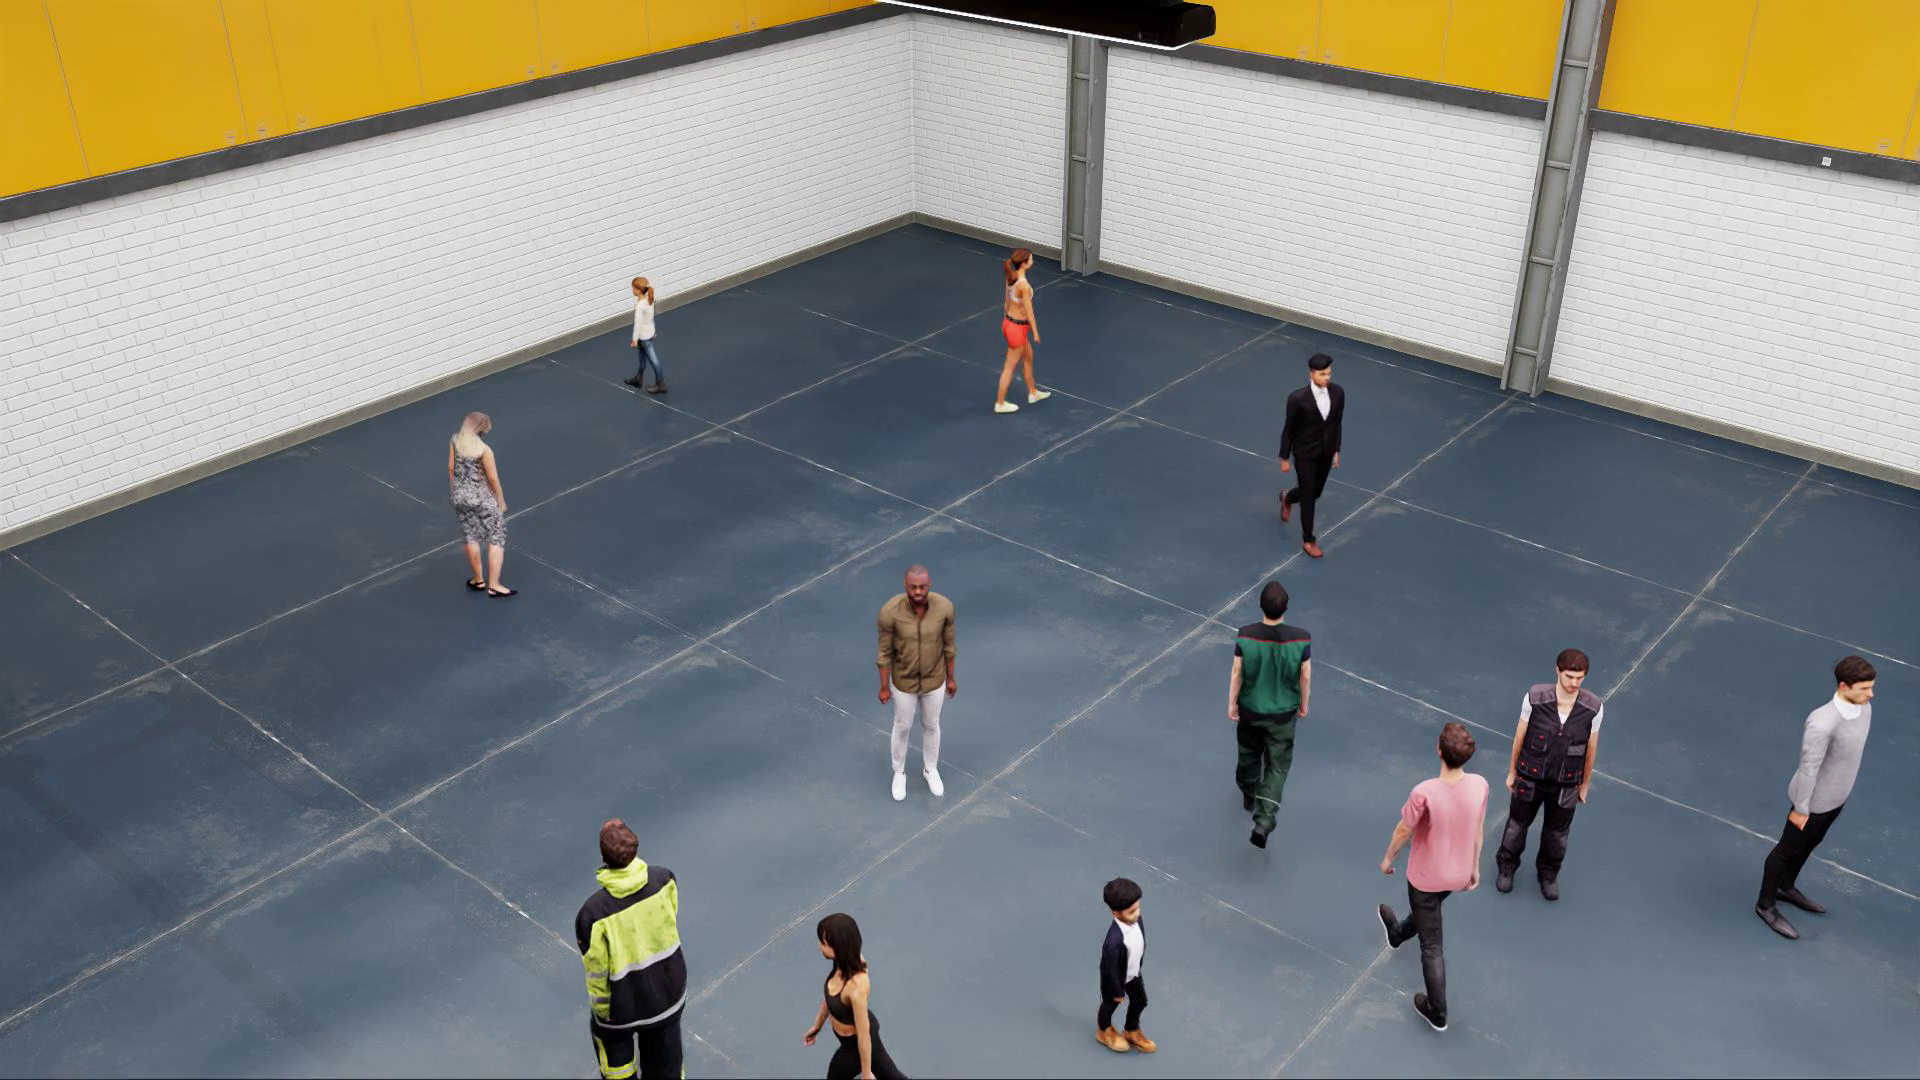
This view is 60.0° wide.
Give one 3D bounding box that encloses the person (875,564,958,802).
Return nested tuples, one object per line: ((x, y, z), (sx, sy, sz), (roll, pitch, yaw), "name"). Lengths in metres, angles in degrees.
((-0.291, 0.955, 11.477), (0.796, 1.825, 0.809), (-6, 29, -11), "person")

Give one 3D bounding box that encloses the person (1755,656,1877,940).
((5.317, 1.543, 10.299), (0.794, 1.921, 0.691), (-20, 34, -32), "person")

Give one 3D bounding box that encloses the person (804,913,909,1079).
((-0.449, 2.619, 8.680), (1.092, 1.583, 1.094), (-5, 29, -10), "person")

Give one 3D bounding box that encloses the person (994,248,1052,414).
((0.502, -2.138, 17.207), (0.913, 1.769, 0.952), (-11, 30, -19), "person")

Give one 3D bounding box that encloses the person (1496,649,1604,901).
((3.721, 1.472, 10.510), (0.678, 1.843, 0.800), (8, 30, 14), "person")

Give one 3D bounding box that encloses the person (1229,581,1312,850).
((2.043, 1.168, 11.036), (1.192, 1.874, 1.053), (7, 29, 13), "person")

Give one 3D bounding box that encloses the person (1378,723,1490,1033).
((2.771, 1.979, 9.505), (1.071, 1.916, 1.257), (-8, 30, -14), "person")

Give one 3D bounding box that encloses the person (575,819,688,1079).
((-1.662, 2.350, 8.773), (0.848, 1.965, 0.842), (-20, 34, -32), "person")

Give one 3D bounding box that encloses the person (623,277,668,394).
((-3.286, -2.167, 17.745), (0.820, 1.304, 0.690), (5, 29, 9), "person")

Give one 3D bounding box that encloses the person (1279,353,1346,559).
((3.077, -0.810, 14.671), (1.034, 1.864, 1.201), (-9, 30, -16), "person")

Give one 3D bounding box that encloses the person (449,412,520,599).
((-4.108, -0.314, 13.963), (0.678, 1.672, 0.865), (1, 29, 3), "person")

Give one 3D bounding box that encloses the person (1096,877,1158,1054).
((0.865, 2.404, 9.459), (0.579, 1.214, 0.516), (20, 34, 32), "person")
